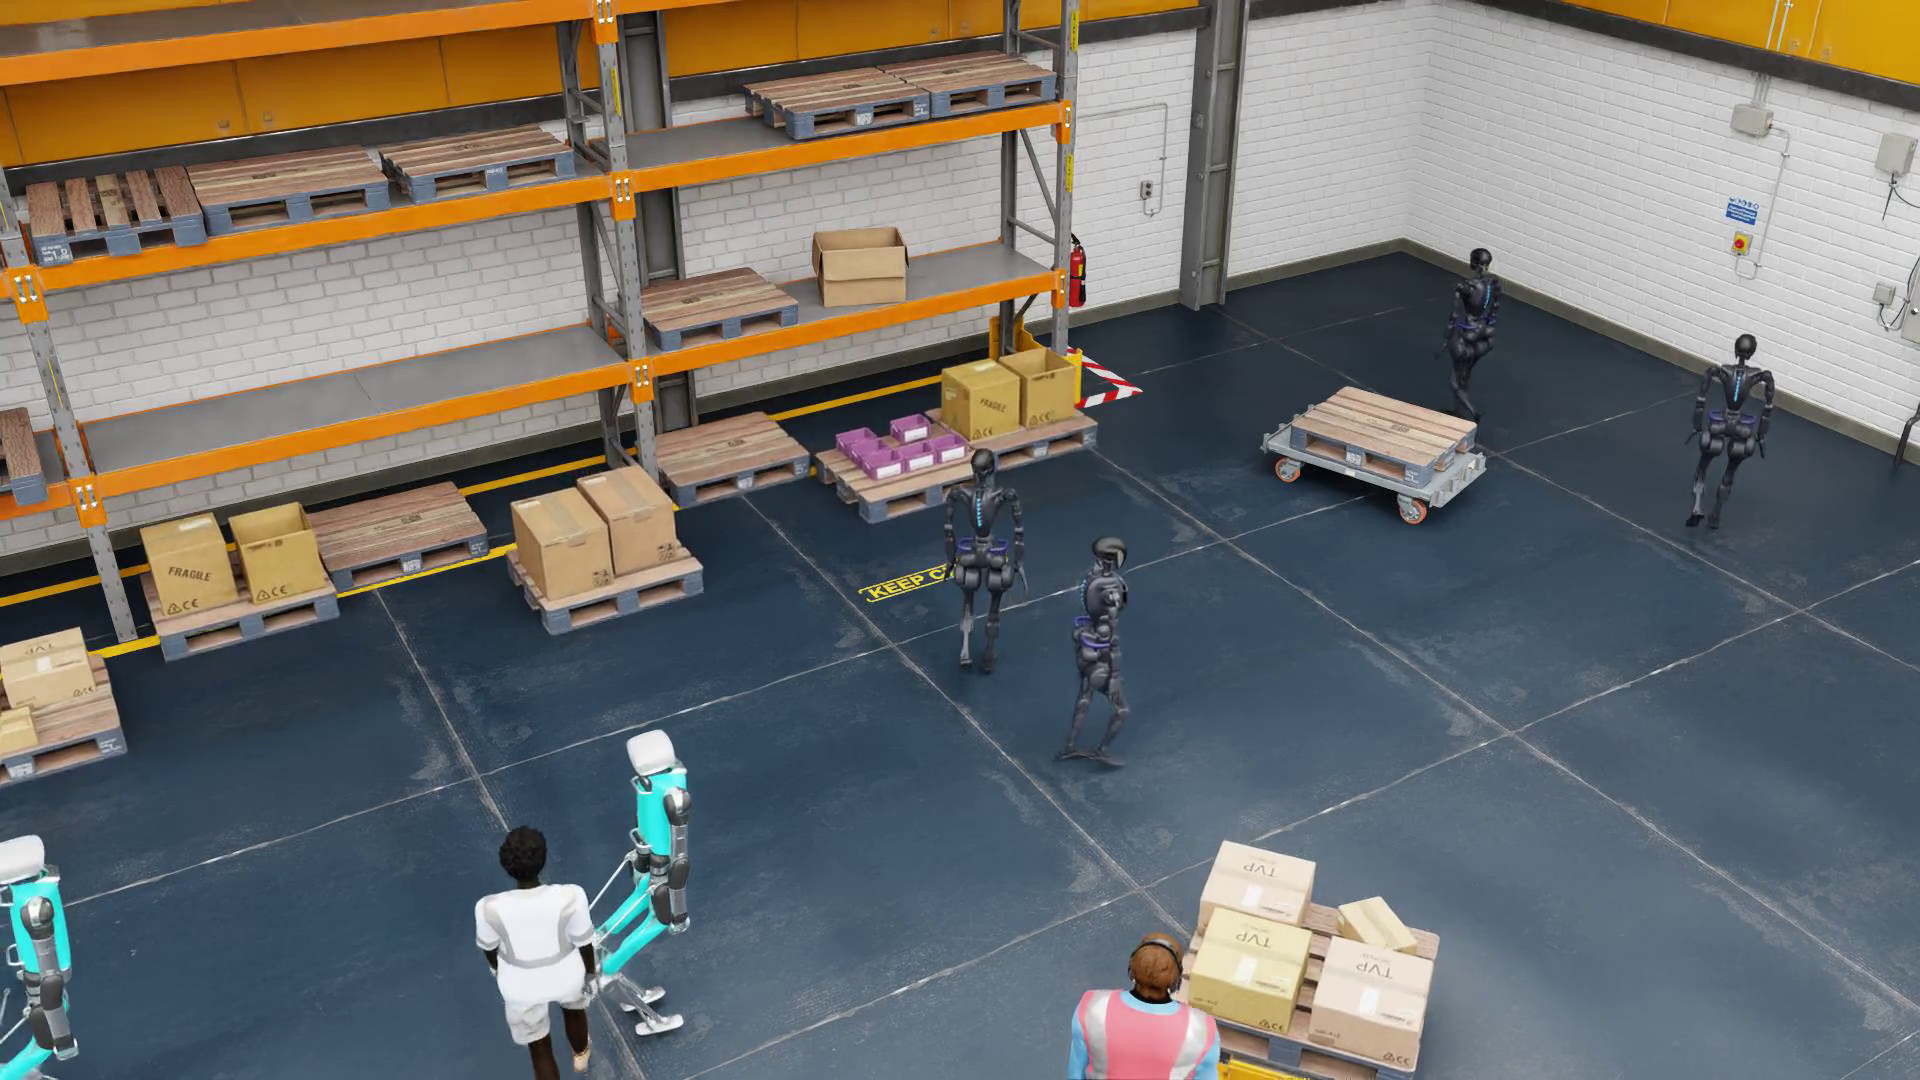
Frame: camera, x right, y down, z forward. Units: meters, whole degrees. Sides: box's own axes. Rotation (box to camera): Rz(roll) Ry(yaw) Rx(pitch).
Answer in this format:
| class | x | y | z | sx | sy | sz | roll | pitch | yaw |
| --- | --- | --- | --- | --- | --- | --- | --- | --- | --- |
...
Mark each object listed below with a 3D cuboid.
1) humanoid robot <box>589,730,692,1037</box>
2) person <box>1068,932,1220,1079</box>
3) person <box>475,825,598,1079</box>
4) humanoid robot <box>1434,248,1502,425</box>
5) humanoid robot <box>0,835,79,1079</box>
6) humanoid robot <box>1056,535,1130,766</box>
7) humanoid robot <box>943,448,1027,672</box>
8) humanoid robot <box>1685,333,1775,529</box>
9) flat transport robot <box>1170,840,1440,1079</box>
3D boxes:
| class | x | y | z | sx | sy | sz | roll | pitch | yaw |
| --- | --- | --- | --- | --- | --- | --- | --- | --- | --- |
| humanoid robot | -1.662 | 1.756 | 8.270 | 0.720 | 1.692 | 0.532 | -16 | 33 | -27 |
| person | 0.776 | 2.421 | 7.107 | 0.637 | 1.830 | 0.429 | 6 | 30 | 11 |
| person | -2.003 | 2.023 | 7.956 | 0.540 | 1.676 | 0.675 | -9 | 31 | -15 |
| humanoid robot | 4.570 | -1.779 | 14.706 | 0.601 | 1.630 | 0.619 | -14 | 32 | -23 |
| humanoid robot | -4.339 | 2.199 | 7.602 | 0.881 | 1.771 | 0.572 | -18 | 34 | -28 |
| humanoid robot | 0.852 | 0.697 | 10.312 | 0.508 | 1.650 | 0.587 | -6 | 30 | -10 |
| humanoid robot | 0.162 | 0.168 | 11.247 | 0.589 | 1.634 | 0.416 | 5 | 30 | 8 |
| humanoid robot | 6.012 | -0.816 | 12.991 | 0.585 | 1.636 | 0.492 | 12 | 32 | 21 |
| flat transport robot | 1.765 | 2.464 | 8.612 | 0.659 | 0.231 | 1.431 | 11 | 31 | 19 |
